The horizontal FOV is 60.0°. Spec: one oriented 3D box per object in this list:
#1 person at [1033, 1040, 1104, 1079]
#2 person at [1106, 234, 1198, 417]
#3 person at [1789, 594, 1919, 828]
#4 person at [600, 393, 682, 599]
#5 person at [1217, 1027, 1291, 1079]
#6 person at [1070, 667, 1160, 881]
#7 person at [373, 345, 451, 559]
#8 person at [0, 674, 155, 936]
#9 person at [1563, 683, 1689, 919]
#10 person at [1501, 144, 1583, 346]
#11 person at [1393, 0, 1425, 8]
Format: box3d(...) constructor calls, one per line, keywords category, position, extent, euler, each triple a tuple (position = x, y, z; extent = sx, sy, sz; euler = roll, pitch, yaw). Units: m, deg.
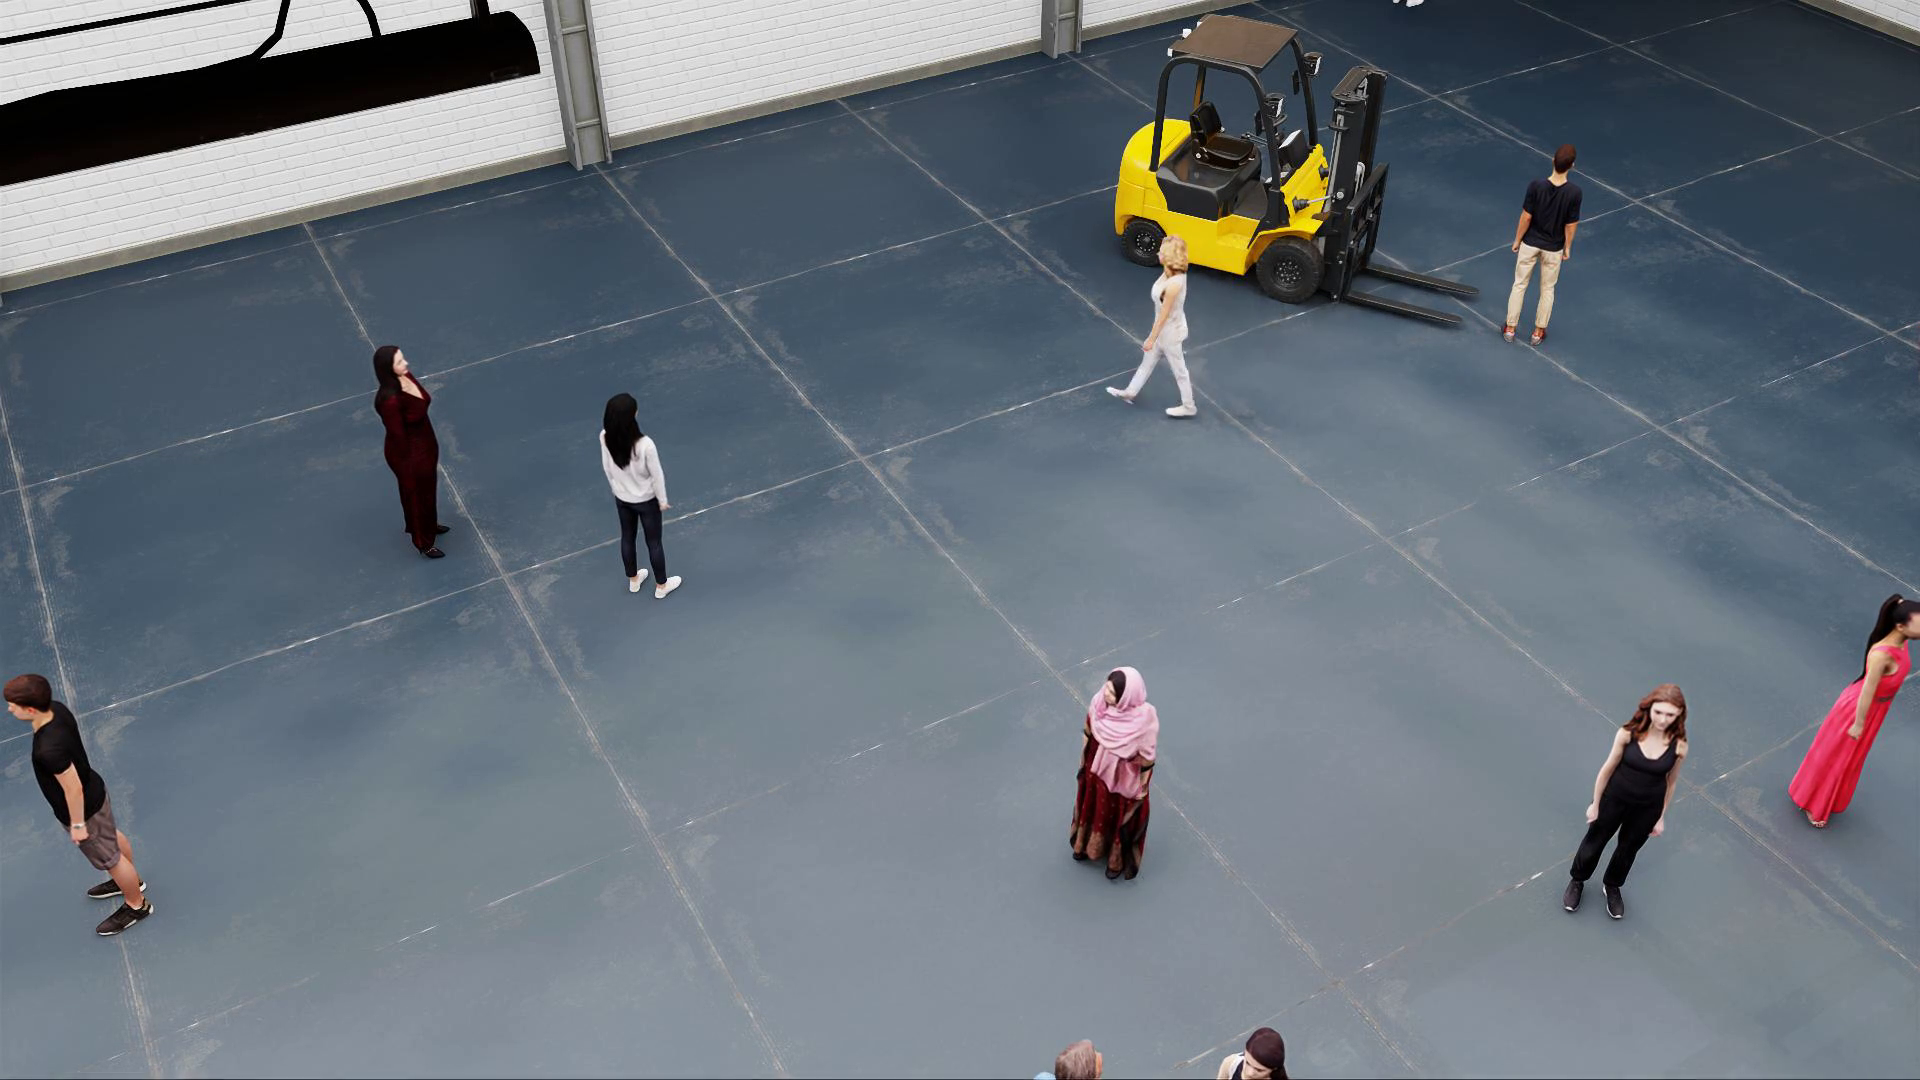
box3d(category="person", position=(0.511, 2.903, 7.673), extent=(0.715, 1.820, 0.672), euler=(30, 48, 32))
box3d(category="person", position=(1.797, -1.693, 13.580), extent=(1.089, 1.630, 0.945), euler=(3, 39, 3))
box3d(category="person", position=(5.468, 1.034, 10.089), extent=(0.739, 1.727, 0.603), euler=(31, 48, 33))
box3d(category="person", position=(-2.301, -0.318, 11.803), extent=(0.698, 1.700, 0.733), euler=(15, 41, 18))
box3d(category="person", position=(1.360, 2.847, 7.881), extent=(0.636, 1.649, 0.650), euler=(20, 43, 24))
box3d(category="person", position=(0.924, 1.335, 9.785), extent=(0.742, 1.635, 0.719), euler=(27, 46, 30))
box3d(category="person", position=(-4.035, -0.665, 12.192), extent=(0.753, 1.757, 0.755), euler=(-2, 39, -3))
box3d(category="person", position=(-4.993, 1.467, 9.438), extent=(0.566, 1.862, 0.680), euler=(-18, 42, -22))
box3d(category="person", position=(3.835, 1.477, 9.517), extent=(0.654, 1.748, 0.719), euler=(8, 39, 10))
box3d(category="person", position=(5.079, -2.567, 14.492), extent=(0.706, 1.858, 0.746), euler=(12, 40, 15))
box3d(category="person", position=(5.732, -7.634, 20.904), extent=(0.580, 1.775, 0.624), euler=(-29, 47, -31))
